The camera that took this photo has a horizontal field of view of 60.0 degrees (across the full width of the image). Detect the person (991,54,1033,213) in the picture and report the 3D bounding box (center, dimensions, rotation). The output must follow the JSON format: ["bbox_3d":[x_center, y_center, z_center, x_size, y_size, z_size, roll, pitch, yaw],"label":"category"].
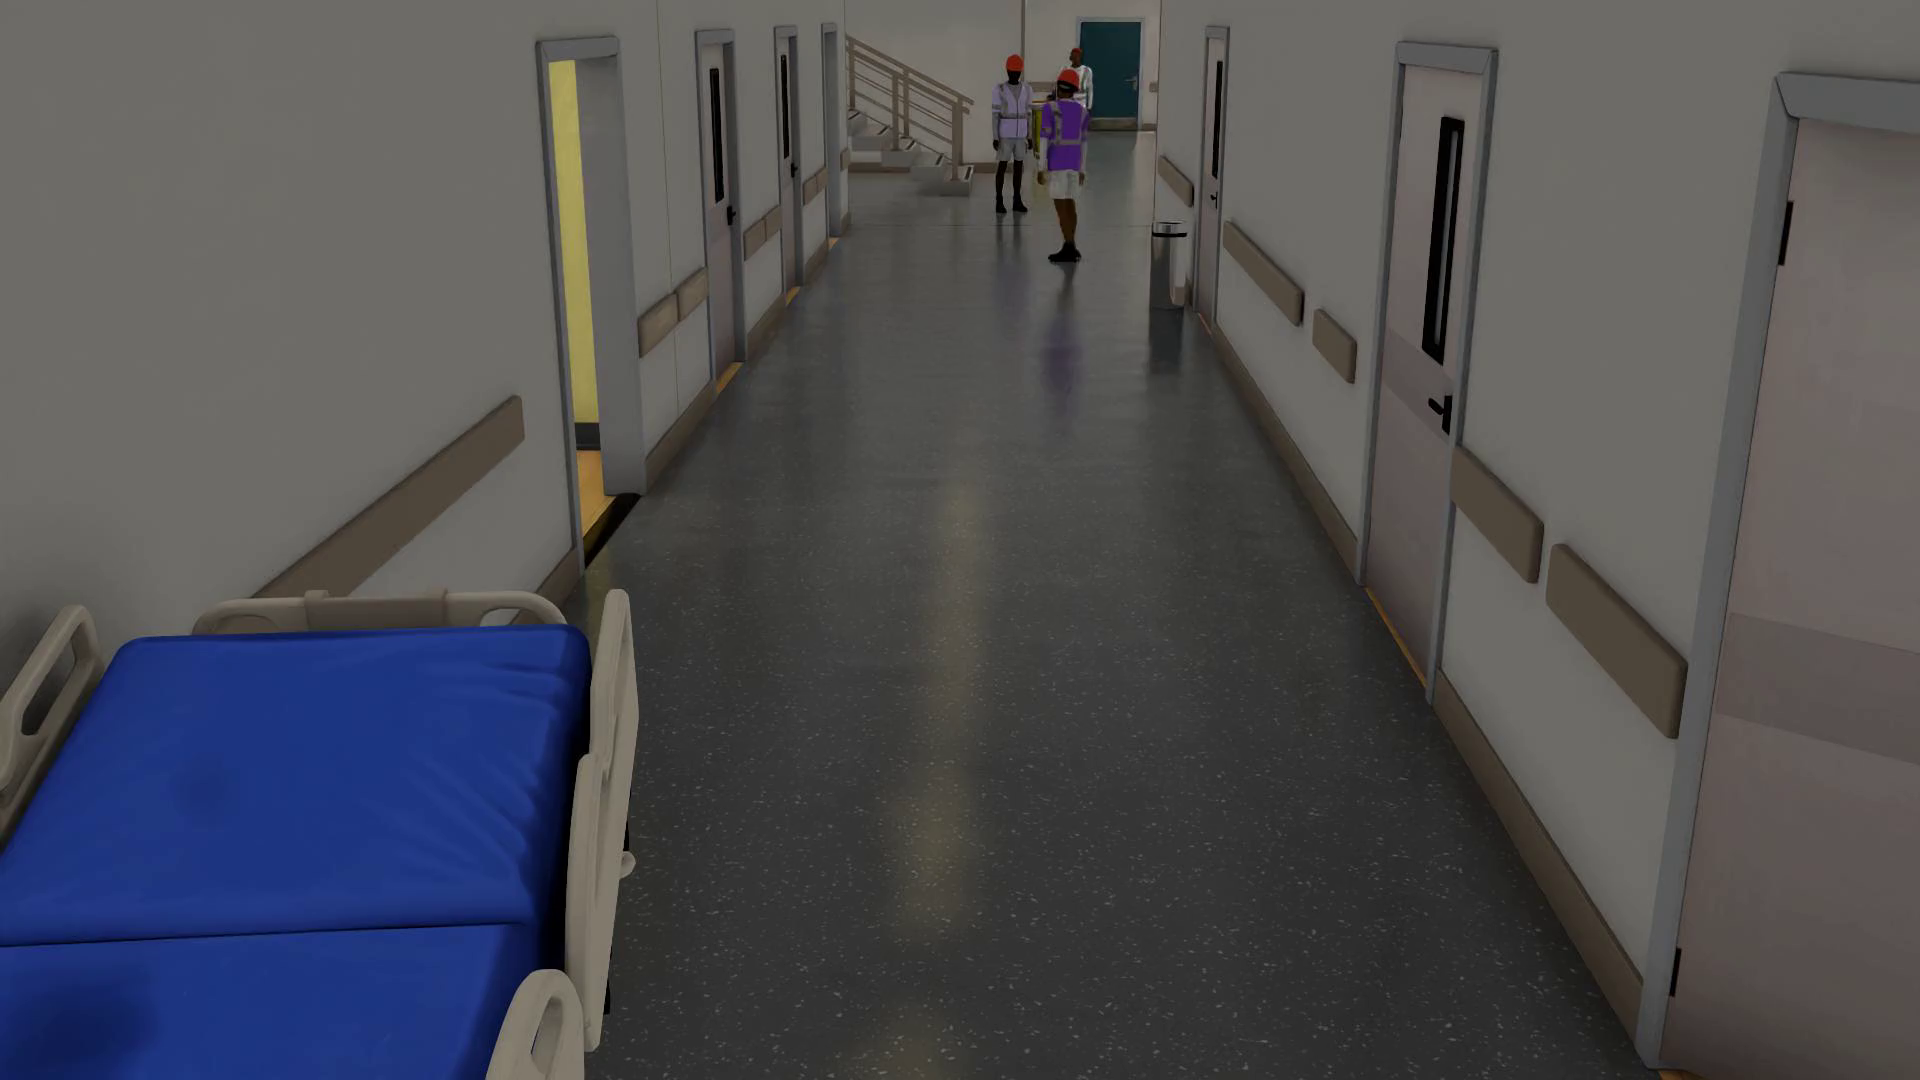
[{"bbox_3d":[0.668,-5.077,20.820,0.550,1.933,0.373,-7,19,-21],"label":"person"}]

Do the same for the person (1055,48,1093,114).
[{"bbox_3d":[1.892,-7.305,27.955,0.590,1.844,0.904,7,19,20],"label":"person"}]

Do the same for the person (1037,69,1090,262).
[{"bbox_3d":[1.064,-3.767,16.791,0.590,1.888,0.521,-12,21,-33],"label":"person"}]
